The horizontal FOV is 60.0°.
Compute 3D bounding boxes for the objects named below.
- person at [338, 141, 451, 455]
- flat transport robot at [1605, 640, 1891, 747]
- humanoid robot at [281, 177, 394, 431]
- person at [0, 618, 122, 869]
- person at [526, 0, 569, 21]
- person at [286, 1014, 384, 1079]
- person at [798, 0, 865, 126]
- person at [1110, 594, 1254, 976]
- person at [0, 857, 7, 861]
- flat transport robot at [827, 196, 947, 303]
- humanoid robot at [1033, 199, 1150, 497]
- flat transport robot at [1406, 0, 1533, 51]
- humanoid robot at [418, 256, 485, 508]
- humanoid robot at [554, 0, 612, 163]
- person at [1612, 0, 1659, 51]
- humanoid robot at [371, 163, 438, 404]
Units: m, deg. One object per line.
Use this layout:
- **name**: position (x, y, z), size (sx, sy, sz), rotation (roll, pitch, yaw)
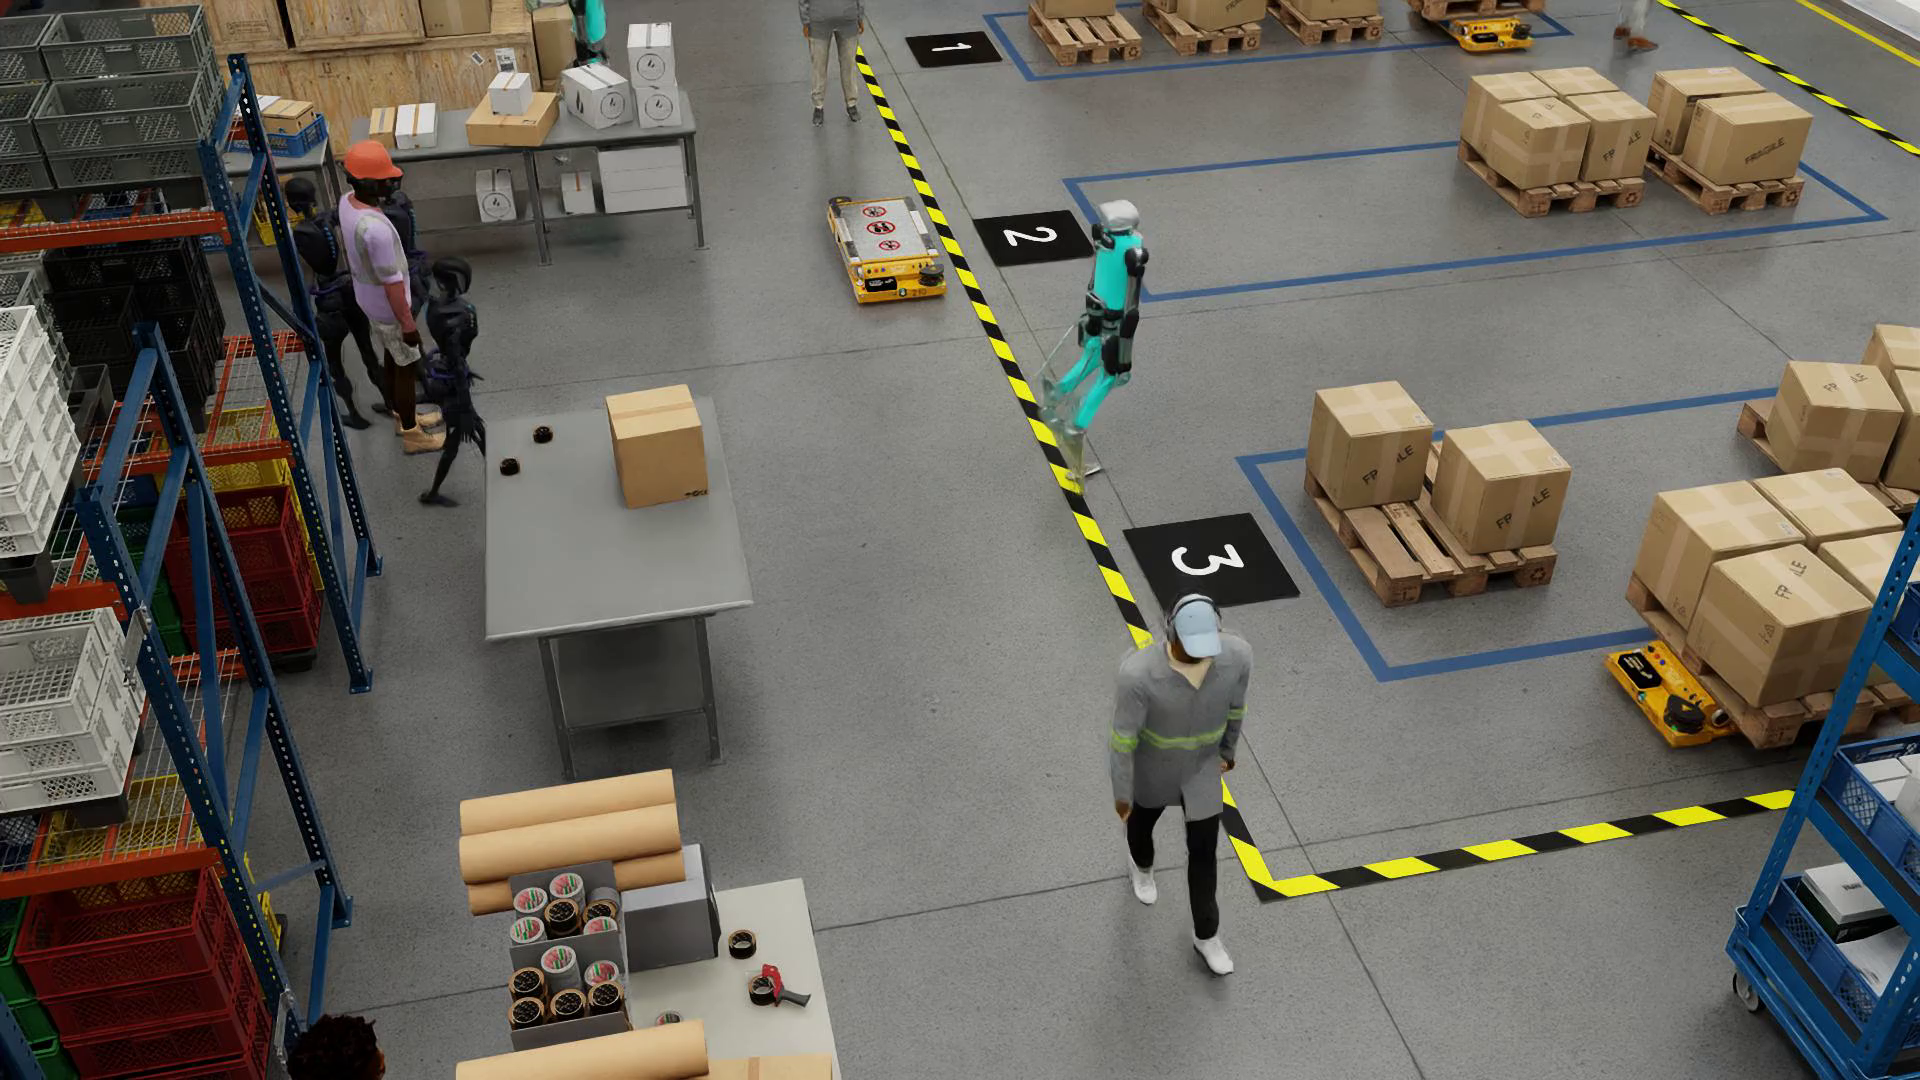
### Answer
- **person**: position (-3.408, -1.433, 10.013), size (0.403, 2.029, 0.608), rotation (-22, 42, -27)
- **flat transport robot**: position (4.177, 0.680, 8.617), size (1.431, 0.197, 0.652), rotation (-8, 37, -10)
- **humanoid robot**: position (-3.878, -1.460, 10.345), size (0.404, 1.638, 0.590), rotation (17, 40, 22)
- **person**: position (-4.160, 0.786, 7.182), size (0.623, 1.841, 0.431), rotation (-14, 39, -18)
- **person**: position (-3.450, -4.539, 14.265), size (0.417, 1.932, 0.614), rotation (23, 42, 28)
- **person**: position (-1.776, 2.169, 5.218), size (0.601, 1.965, 0.368), rotation (24, 43, 29)
- **person**: position (-1.095, -4.459, 14.288), size (0.574, 1.768, 0.399), rotation (-7, 37, -9)
- **person**: position (0.928, 1.001, 6.913), size (0.605, 1.813, 0.877), rotation (-6, 37, -8)
- **person**: position (-4.452, 0.903, 7.037), size (0.403, 1.824, 0.590), rotation (19, 41, 24)
- **flat transport robot**: position (-0.570, -2.220, 12.538), size (0.659, 0.231, 1.431), rotation (-8, 37, -10)
- **humanoid robot**: position (0.702, -1.083, 9.832), size (0.745, 1.824, 0.577), rotation (-14, 39, -18)
- **flat transport robot**: position (5.062, -5.226, 16.554), size (0.652, 0.197, 1.431), rotation (-8, 37, -10)
- **humanoid robot**: position (-2.902, -0.886, 9.605), size (0.736, 1.630, 0.611), rotation (-10, 38, -13)
- **humanoid robot**: position (-3.209, -3.804, 13.497), size (0.795, 1.842, 0.563), rotation (4, 37, 6)
- **person**: position (6.579, -5.625, 15.793), size (0.384, 1.851, 0.768), rotation (3, 37, 5)
- **humanoid robot**: position (-3.534, -1.604, 10.525), size (0.351, 1.656, 0.600), rotation (2, 37, 3)
